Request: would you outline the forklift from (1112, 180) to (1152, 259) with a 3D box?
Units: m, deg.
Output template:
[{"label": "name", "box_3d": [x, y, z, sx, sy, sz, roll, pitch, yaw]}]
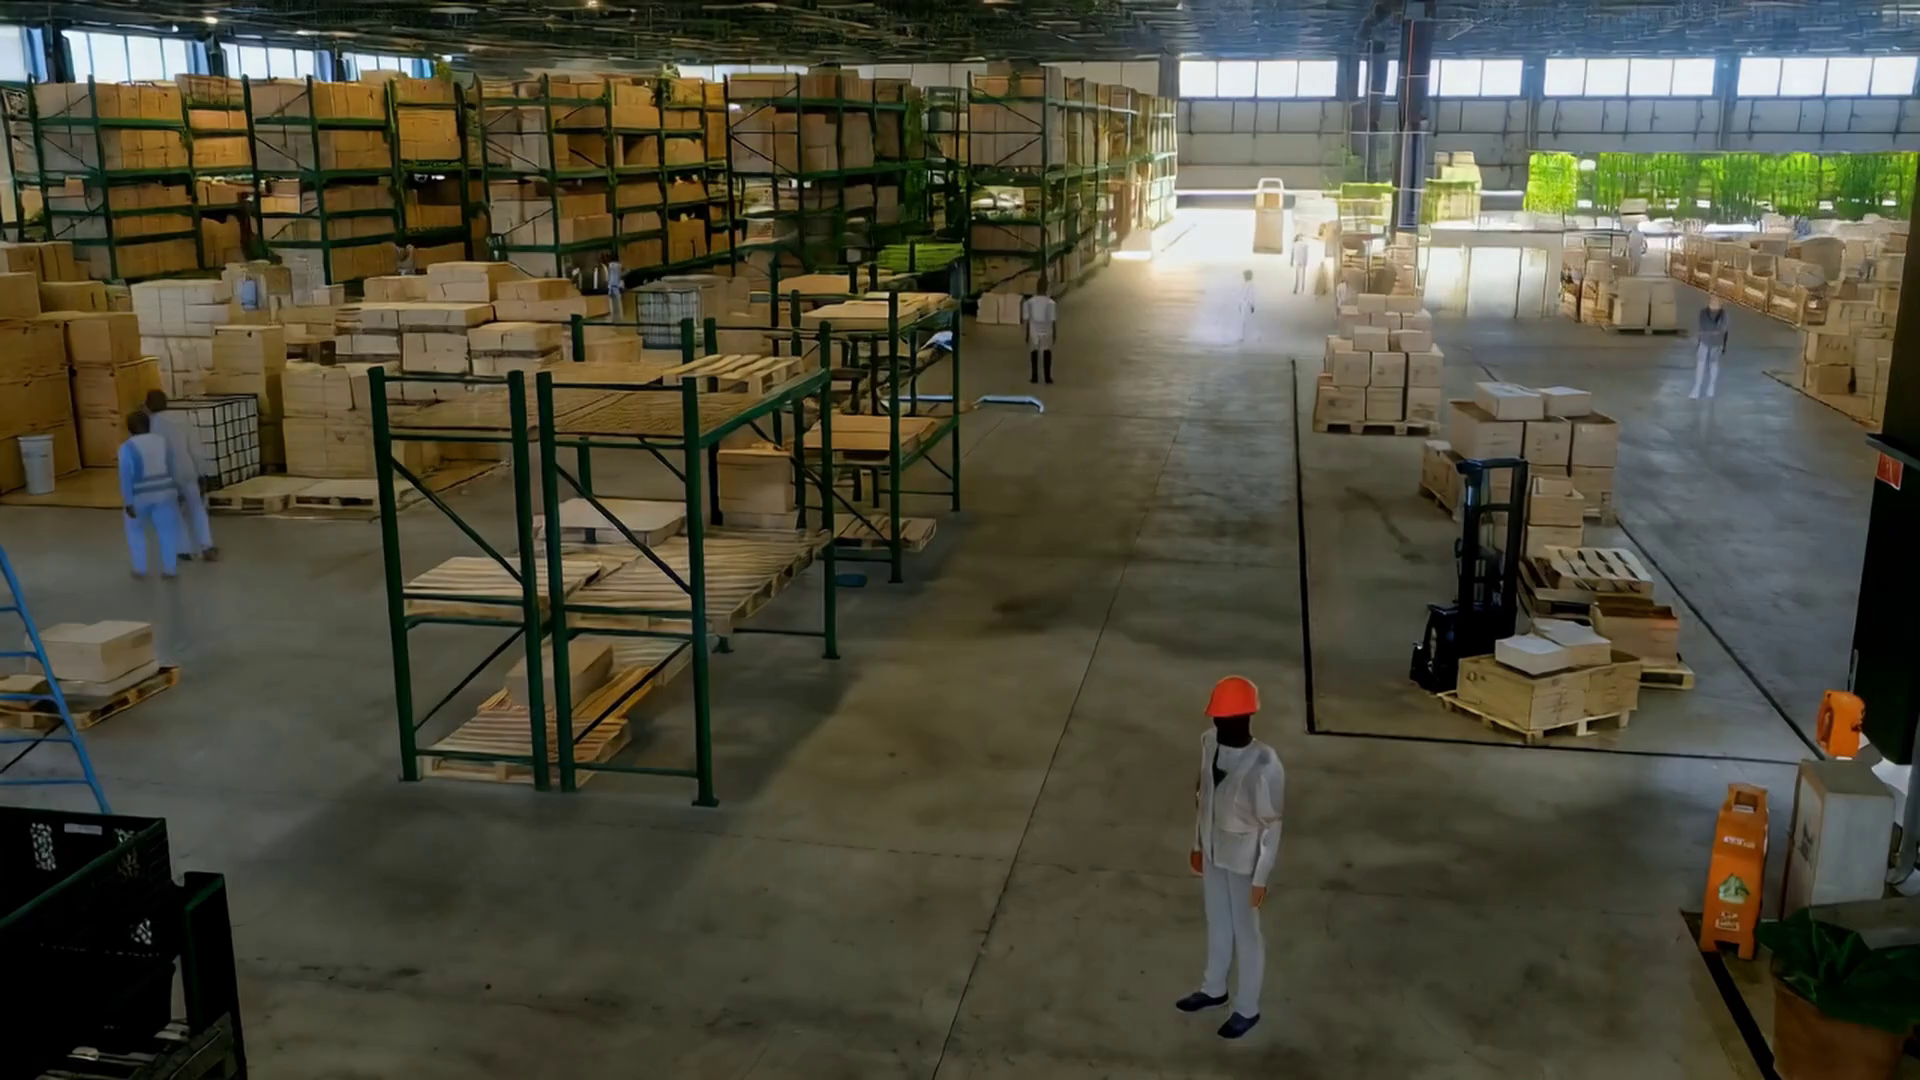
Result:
[{"label": "forklift", "box_3d": [6.082, -11.722, 60.796, 1.873, 2.768, 1.129, 2, 14, 9]}]

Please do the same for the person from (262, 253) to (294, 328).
[{"label": "person", "box_3d": [-15.373, -5.509, 37.550, 0.637, 1.930, 0.395, -3, 14, -12]}]

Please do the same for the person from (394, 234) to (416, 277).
[{"label": "person", "box_3d": [-15.339, -7.559, 46.063, 0.634, 1.825, 0.710, 4, 14, 14]}]

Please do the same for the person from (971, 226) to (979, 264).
[{"label": "person", "box_3d": [0.466, -10.487, 57.511, 0.391, 2.039, 0.615, -5, 15, -20]}]

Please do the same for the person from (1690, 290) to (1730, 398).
[{"label": "person", "box_3d": [13.164, -3.431, 29.165, 0.571, 1.884, 0.971, 10, 17, 35]}]

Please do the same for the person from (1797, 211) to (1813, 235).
[{"label": "person", "box_3d": [29.440, -10.552, 58.166, 1.004, 1.839, 0.629, -7, 15, -26]}]

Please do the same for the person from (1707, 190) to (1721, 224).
[{"label": "person", "box_3d": [36.598, -16.015, 80.470, 0.906, 1.780, 0.602, 7, 15, 26]}]

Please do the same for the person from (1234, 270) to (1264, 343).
[{"label": "person", "box_3d": [6.415, -5.165, 36.762, 0.664, 1.617, 0.518, -3, 14, -11]}]

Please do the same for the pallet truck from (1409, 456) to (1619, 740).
[{"label": "pallet truck", "box_3d": [4.504, 0.400, 13.395, 0.823, 1.965, 1.885, -6, 15, -23]}]

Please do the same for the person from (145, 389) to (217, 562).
[{"label": "person", "box_3d": [-8.545, -0.695, 18.042, 0.674, 1.908, 0.400, -7, 15, -26]}]

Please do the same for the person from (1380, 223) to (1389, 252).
[{"label": "person", "box_3d": [14.367, -9.887, 55.930, 0.326, 1.622, 0.577, -8, 16, -29]}]

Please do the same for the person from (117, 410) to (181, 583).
[{"label": "person", "box_3d": [-8.414, -0.445, 17.203, 0.661, 1.822, 0.638, 10, 17, 35]}]

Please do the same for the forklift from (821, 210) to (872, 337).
[{"label": "forklift", "box_3d": [-2.494, -6.139, 38.129, 1.129, 2.768, 1.873, 3, 14, 10]}]

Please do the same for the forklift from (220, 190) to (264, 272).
[{"label": "forklift", "box_3d": [-21.727, -9.345, 51.143, 1.873, 2.768, 1.129, 5, 15, 18]}]

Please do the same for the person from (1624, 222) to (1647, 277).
[{"label": "person", "box_3d": [21.143, -9.035, 52.093, 0.618, 1.801, 0.781, 4, 14, 15]}]

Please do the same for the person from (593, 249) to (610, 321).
[{"label": "person", "box_3d": [-8.496, -5.906, 39.211, 0.678, 1.898, 0.591, -1, 14, -3]}]

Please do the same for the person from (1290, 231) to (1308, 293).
[{"label": "person", "box_3d": [9.811, -8.038, 48.131, 0.525, 1.769, 0.327, -3, 14, -12]}]

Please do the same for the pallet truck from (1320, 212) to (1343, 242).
[{"label": "pallet truck", "box_3d": [15.874, -13.227, 70.310, 0.680, 1.201, 1.601, 10, 17, 35]}]

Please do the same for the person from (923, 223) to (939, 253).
[{"label": "person", "box_3d": [-0.954, -9.619, 54.796, 0.535, 1.650, 0.887, 2, 14, 9]}]

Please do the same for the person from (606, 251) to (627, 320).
[{"label": "person", "box_3d": [-8.521, -6.318, 41.293, 0.540, 1.696, 0.316, -2, 14, -8]}]

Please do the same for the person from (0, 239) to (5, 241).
[{"label": "person", "box_3d": [-24.259, -6.679, 42.303, 1.027, 1.922, 0.593, -2, 14, -8]}]

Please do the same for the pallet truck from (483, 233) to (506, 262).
[{"label": "pallet truck", "box_3d": [-11.832, -7.026, 43.548, 1.885, 1.965, 0.823, 8, 16, 28]}]

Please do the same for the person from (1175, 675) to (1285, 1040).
[{"label": "person", "box_3d": [1.402, 1.619, 8.593, 0.362, 1.928, 0.587, -9, 16, -31]}]

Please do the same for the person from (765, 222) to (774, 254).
[{"label": "person", "box_3d": [-7.151, -11.643, 63.061, 0.494, 1.624, 0.280, -4, 14, -15]}]

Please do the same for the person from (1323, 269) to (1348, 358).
[{"label": "person", "box_3d": [7.852, -4.620, 34.076, 0.669, 1.858, 0.509, 4, 14, 17]}]

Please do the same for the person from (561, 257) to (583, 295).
[{"label": "person", "box_3d": [-9.385, -6.028, 40.253, 0.524, 1.631, 0.321, 0, 14, 2]}]

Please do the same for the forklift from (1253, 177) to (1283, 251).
[{"label": "forklift", "box_3d": [12.083, -12.747, 64.956, 1.129, 2.768, 1.873, 3, 14, 10]}]

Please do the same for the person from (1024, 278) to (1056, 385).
[{"label": "person", "box_3d": [1.490, -3.833, 30.645, 0.608, 1.966, 0.374, 6, 15, 22]}]
